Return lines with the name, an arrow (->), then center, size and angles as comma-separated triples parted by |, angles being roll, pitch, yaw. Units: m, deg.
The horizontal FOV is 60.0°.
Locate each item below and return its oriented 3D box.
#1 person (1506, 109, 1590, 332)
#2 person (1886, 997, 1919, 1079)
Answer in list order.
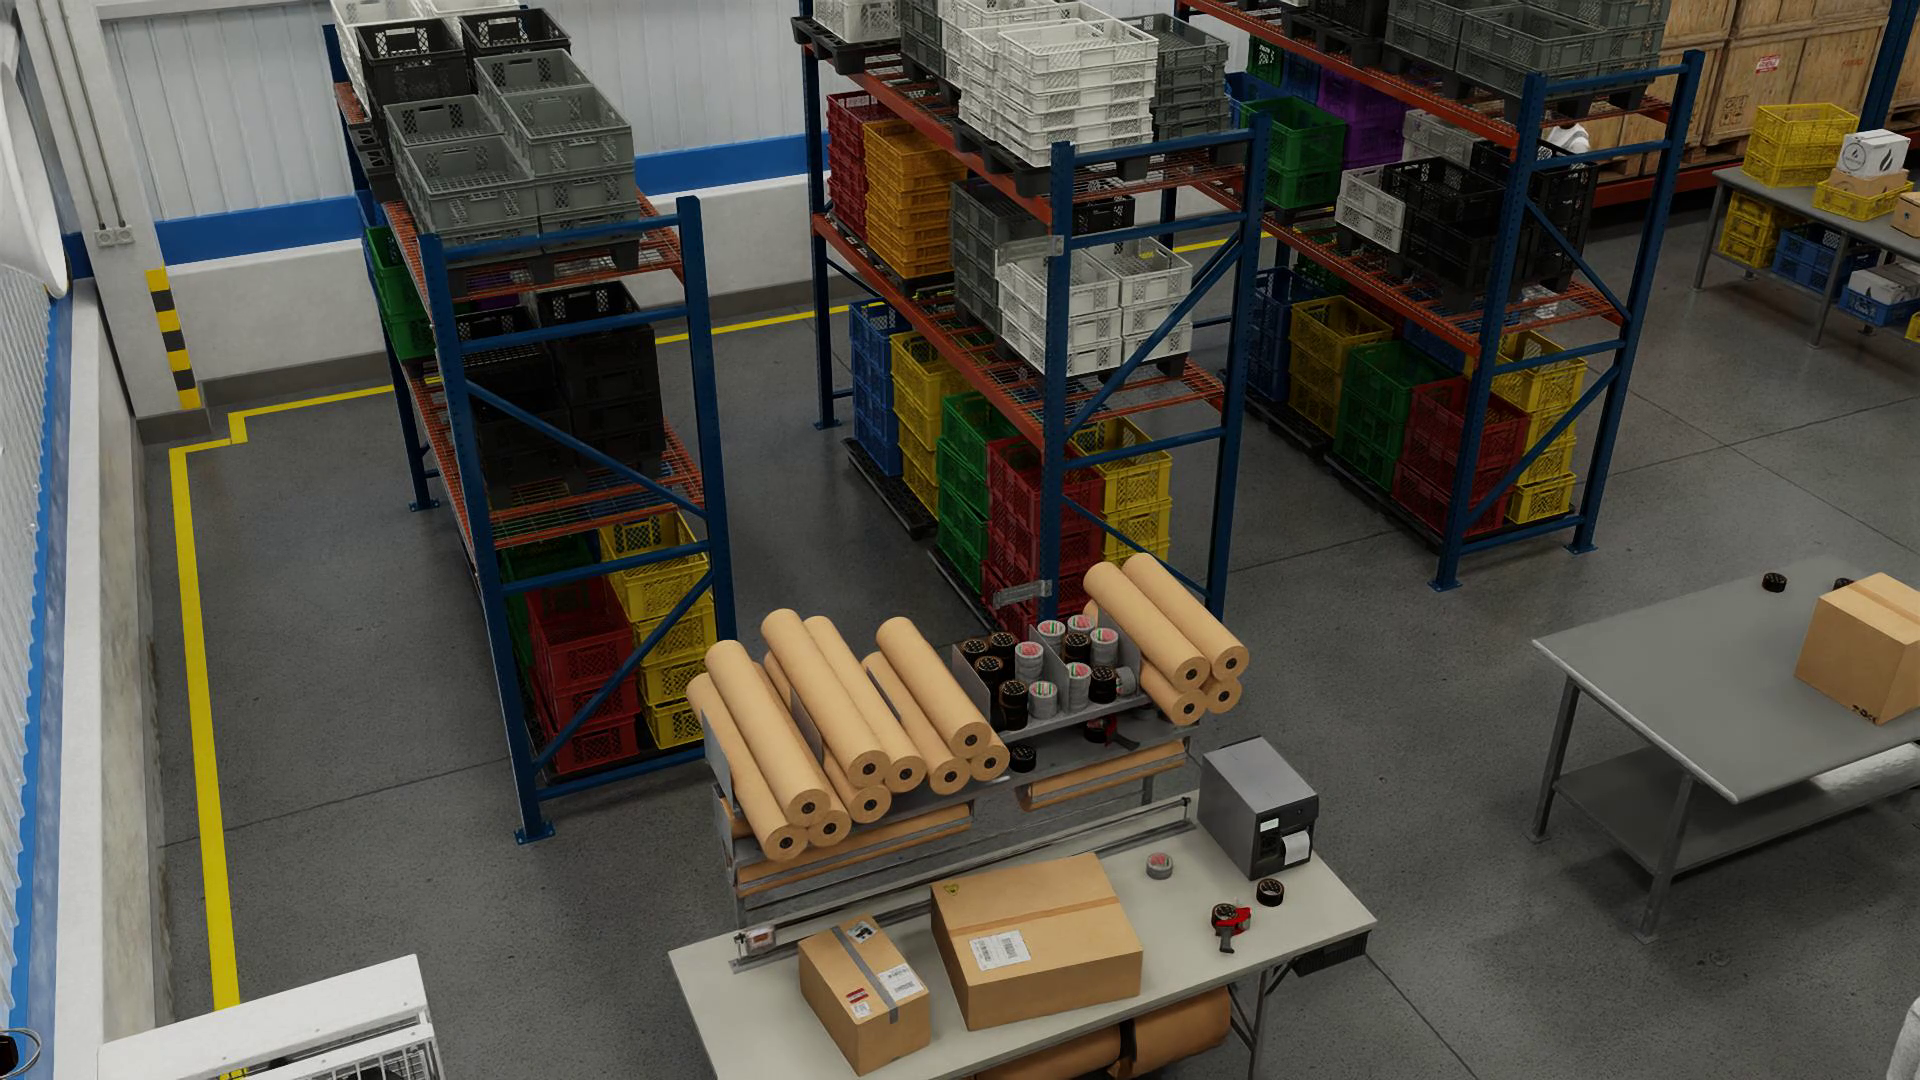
person -> 4.440, -2.480, 12.447 | 0.356, 1.881, 0.575 | 1, 32, 1
person -> 3.698, 1.541, 5.957 | 0.429, 1.840, 0.633 | 10, 33, 16
